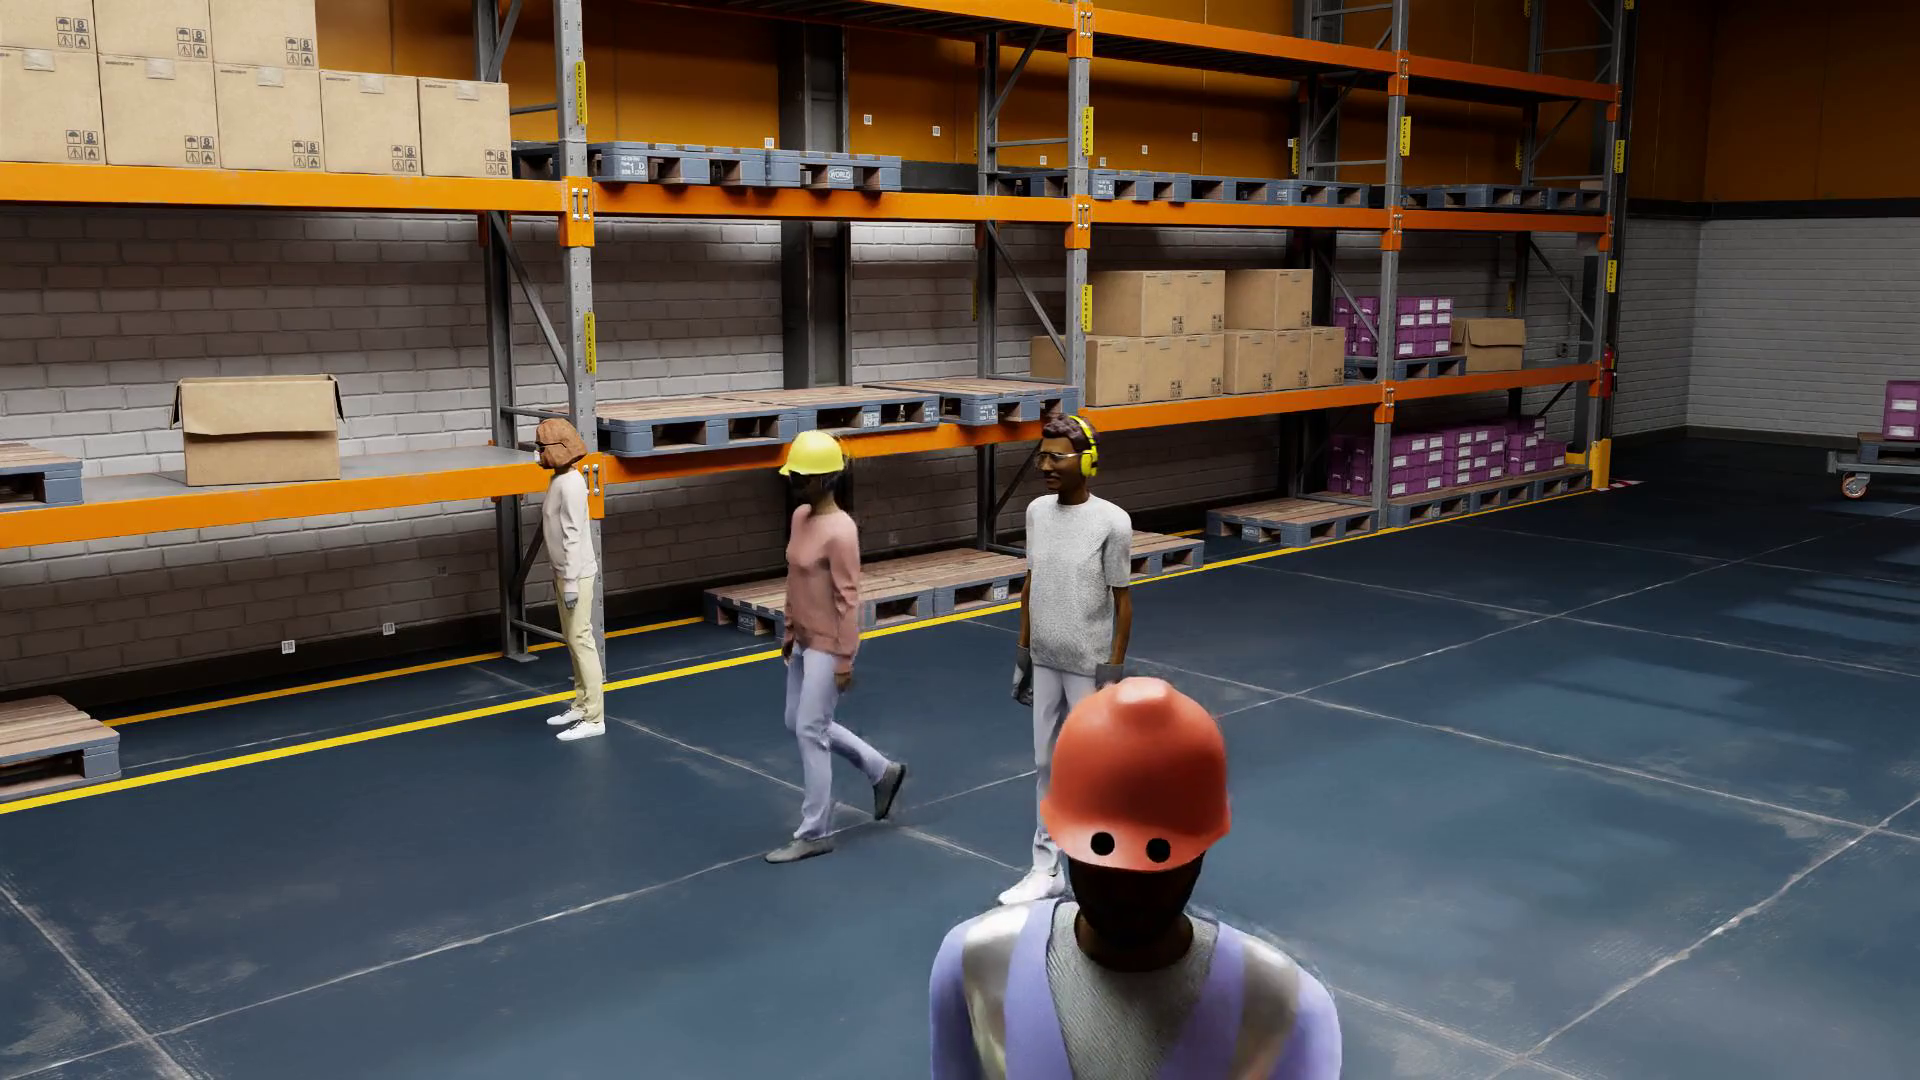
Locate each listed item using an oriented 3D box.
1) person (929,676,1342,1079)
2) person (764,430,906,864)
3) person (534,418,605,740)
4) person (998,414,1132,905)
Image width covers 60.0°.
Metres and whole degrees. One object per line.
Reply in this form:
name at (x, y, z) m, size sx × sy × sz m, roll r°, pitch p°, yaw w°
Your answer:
person at (0.229, 1.094, 2.269) m, size 0.561 × 1.925 × 0.599 m, roll 3°, pitch 10°, yaw 17°
person at (-0.521, 0.416, 6.754) m, size 0.597 × 1.748 × 0.541 m, roll -4°, pitch 11°, yaw -24°
person at (-1.989, 0.192, 8.442) m, size 0.285 × 1.626 × 0.496 m, roll -4°, pitch 10°, yaw -21°
person at (0.393, 0.469, 6.095) m, size 0.514 × 1.872 × 0.328 m, roll 9°, pitch 13°, yaw 41°
